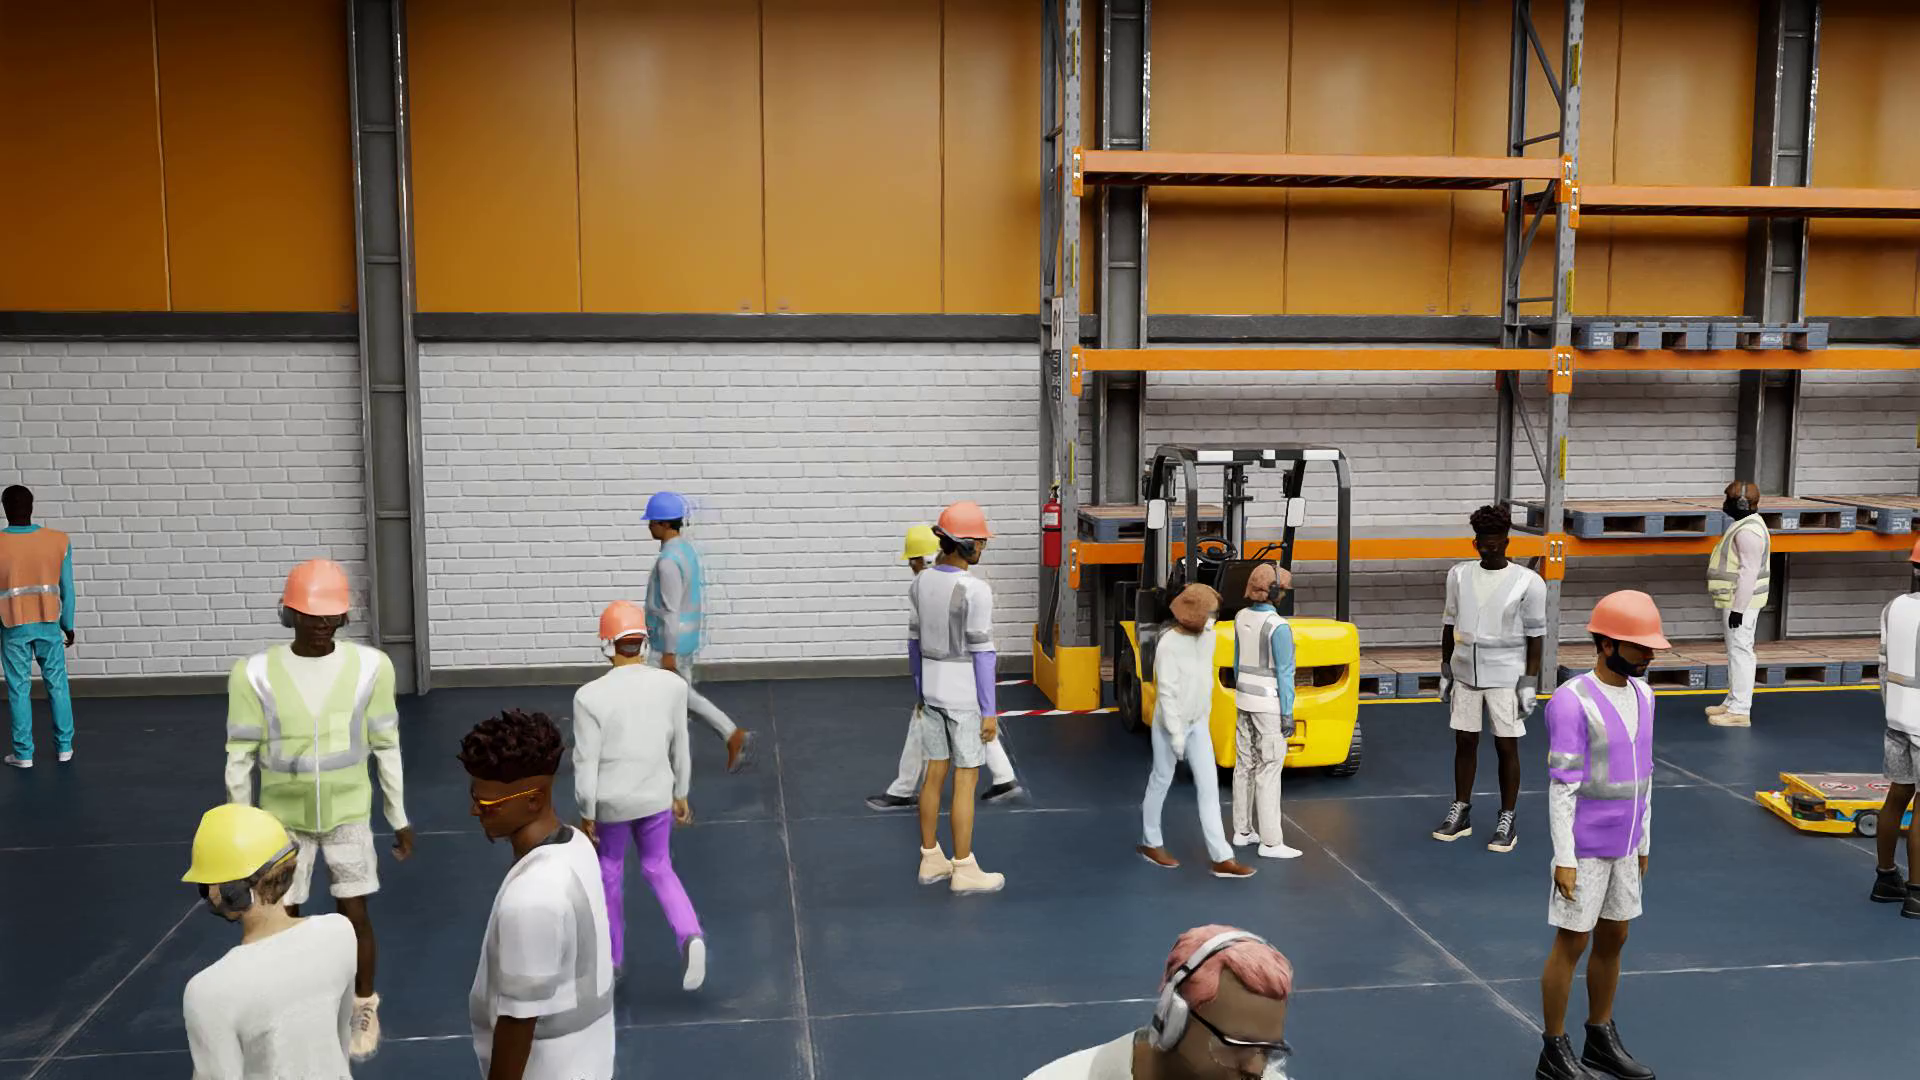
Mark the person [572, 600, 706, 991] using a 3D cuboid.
[{"bbox_3d":[-1.413,1.129,7.299,0.570,1.731,0.700,-5,8,-40],"label":"person"}]

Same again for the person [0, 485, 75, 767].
[{"bbox_3d":[-6.311,0.583,11.273,0.590,1.914,0.399,-6,9,-41],"label":"person"}]

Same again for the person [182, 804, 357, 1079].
[{"bbox_3d":[-1.705,1.490,4.073,0.719,1.737,0.539,4,7,30],"label":"person"}]

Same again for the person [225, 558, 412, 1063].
[{"bbox_3d":[-2.503,1.068,6.498,0.651,2.034,0.416,-3,7,-25],"label":"person"}]

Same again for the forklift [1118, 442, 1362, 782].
[{"bbox_3d":[1.912,0.418,11.496,1.214,2.155,2.313,-1,7,-8],"label":"forklift"}]

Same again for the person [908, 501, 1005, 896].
[{"bbox_3d":[-0.003,0.813,8.690,0.391,2.040,0.615,-5,8,-39],"label":"person"}]

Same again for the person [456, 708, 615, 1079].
[{"bbox_3d":[-1.013,1.376,4.315,0.857,1.931,0.622,-1,7,-10],"label":"person"}]

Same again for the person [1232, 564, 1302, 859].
[{"bbox_3d":[1.694,0.947,9.274,0.308,1.640,0.511,-3,7,-24],"label":"person"}]

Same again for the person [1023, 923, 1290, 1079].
[{"bbox_3d":[0.337,1.566,2.875,0.682,1.873,0.448,1,7,9],"label":"person"}]

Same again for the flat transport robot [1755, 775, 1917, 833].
[{"bbox_3d":[5.580,1.558,9.855,1.431,0.197,0.652,0,7,4],"label":"flat transport robot"}]

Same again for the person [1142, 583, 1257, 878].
[{"bbox_3d":[1.254,1.012,8.863,0.517,1.585,0.796,-6,9,-41],"label":"person"}]

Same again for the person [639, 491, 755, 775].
[{"bbox_3d":[-1.793,0.637,10.759,0.816,1.923,0.624,0,7,2],"label":"person"}]

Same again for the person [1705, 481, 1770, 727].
[{"bbox_3d":[5.848,0.476,12.523,0.429,1.843,0.625,3,7,22],"label":"person"}]

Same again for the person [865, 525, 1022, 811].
[{"bbox_3d":[-0.066,0.782,10.173,0.962,1.772,0.632,0,7,2],"label":"person"}]

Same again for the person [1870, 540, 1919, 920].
[{"bbox_3d":[4.824,0.912,8.288,0.364,1.934,0.552,0,7,-2],"label":"person"}]

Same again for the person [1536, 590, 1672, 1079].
[{"bbox_3d":[2.459,1.143,6.313,0.546,1.929,0.390,-4,8,-31],"label":"person"}]

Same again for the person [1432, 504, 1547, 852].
[{"bbox_3d":[2.991,0.771,9.426,0.602,1.959,0.371,6,9,42],"label":"person"}]
